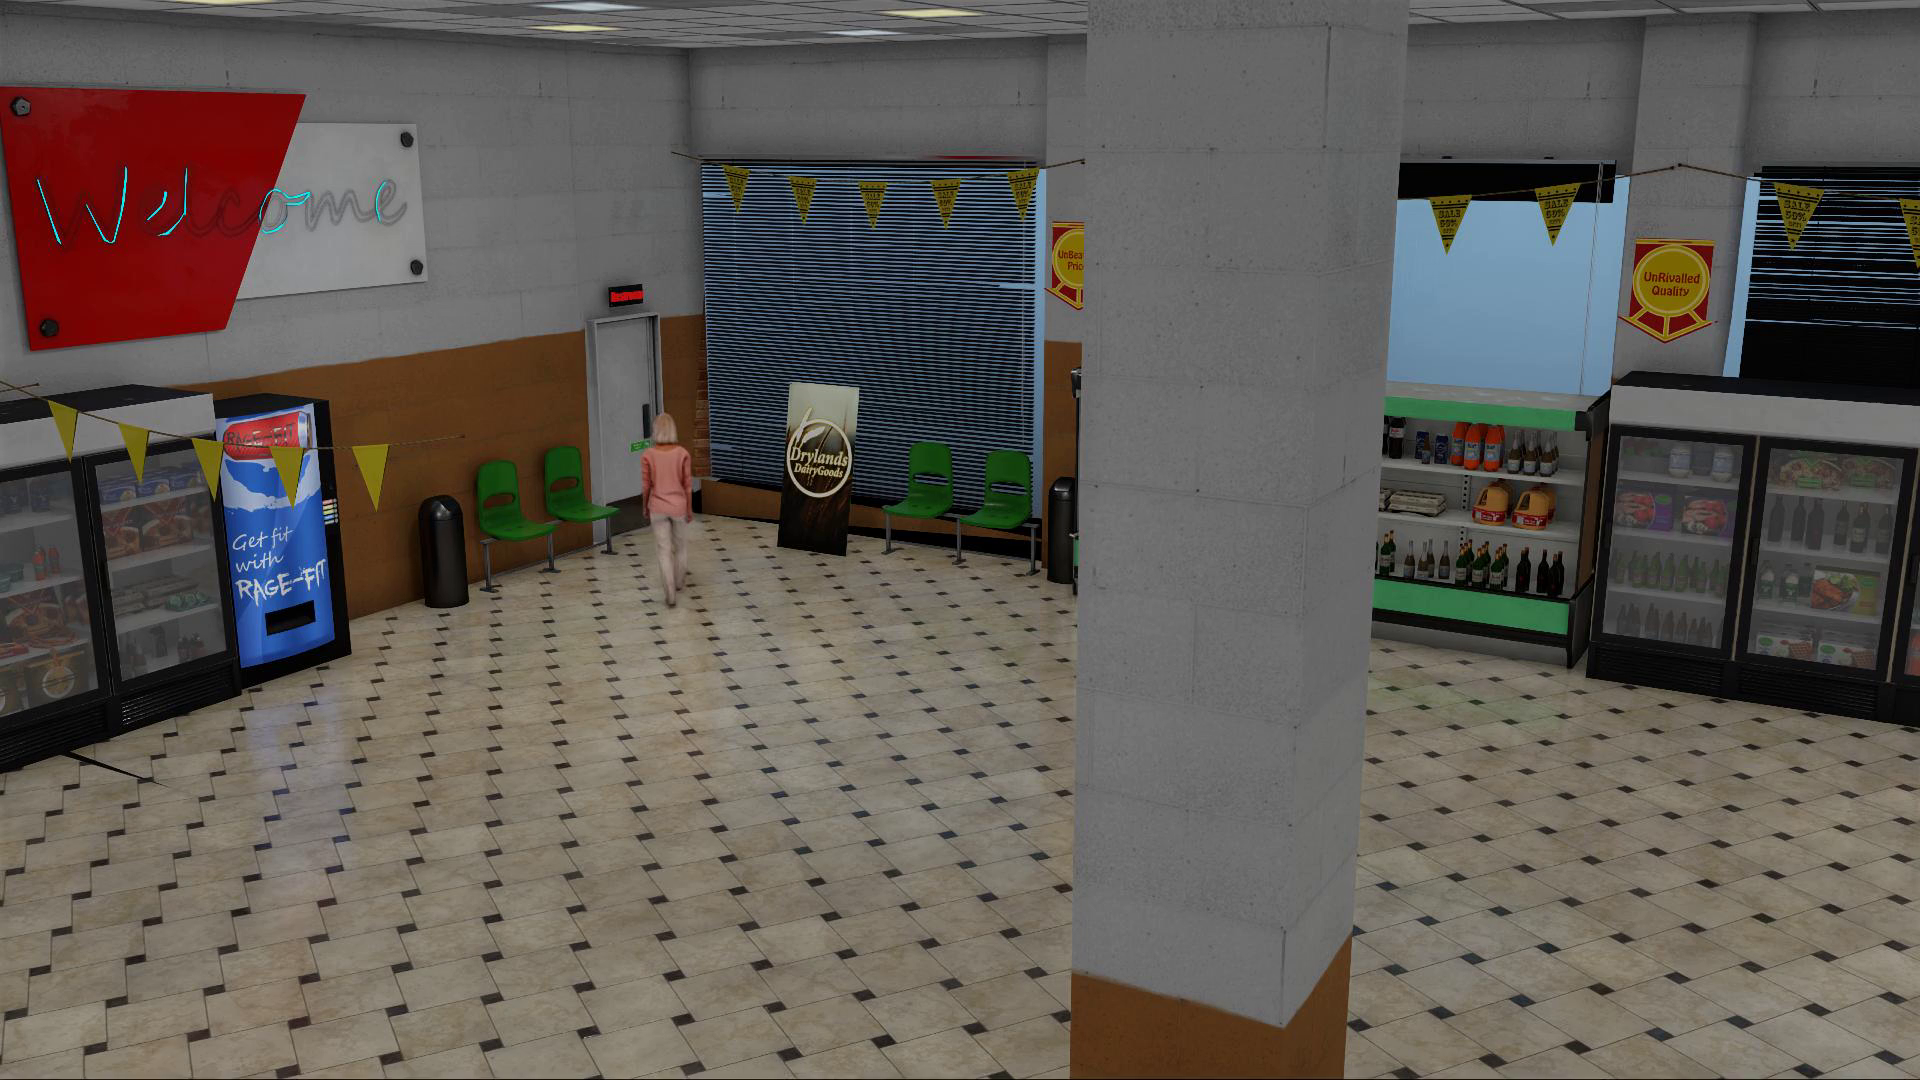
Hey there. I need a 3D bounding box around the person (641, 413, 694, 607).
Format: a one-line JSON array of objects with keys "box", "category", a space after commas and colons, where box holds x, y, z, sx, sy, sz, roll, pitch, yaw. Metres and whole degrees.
[{"box": [-2.601, -0.249, 14.831, 0.993, 1.695, 1.025, -3, 14, -12], "category": "person"}]
